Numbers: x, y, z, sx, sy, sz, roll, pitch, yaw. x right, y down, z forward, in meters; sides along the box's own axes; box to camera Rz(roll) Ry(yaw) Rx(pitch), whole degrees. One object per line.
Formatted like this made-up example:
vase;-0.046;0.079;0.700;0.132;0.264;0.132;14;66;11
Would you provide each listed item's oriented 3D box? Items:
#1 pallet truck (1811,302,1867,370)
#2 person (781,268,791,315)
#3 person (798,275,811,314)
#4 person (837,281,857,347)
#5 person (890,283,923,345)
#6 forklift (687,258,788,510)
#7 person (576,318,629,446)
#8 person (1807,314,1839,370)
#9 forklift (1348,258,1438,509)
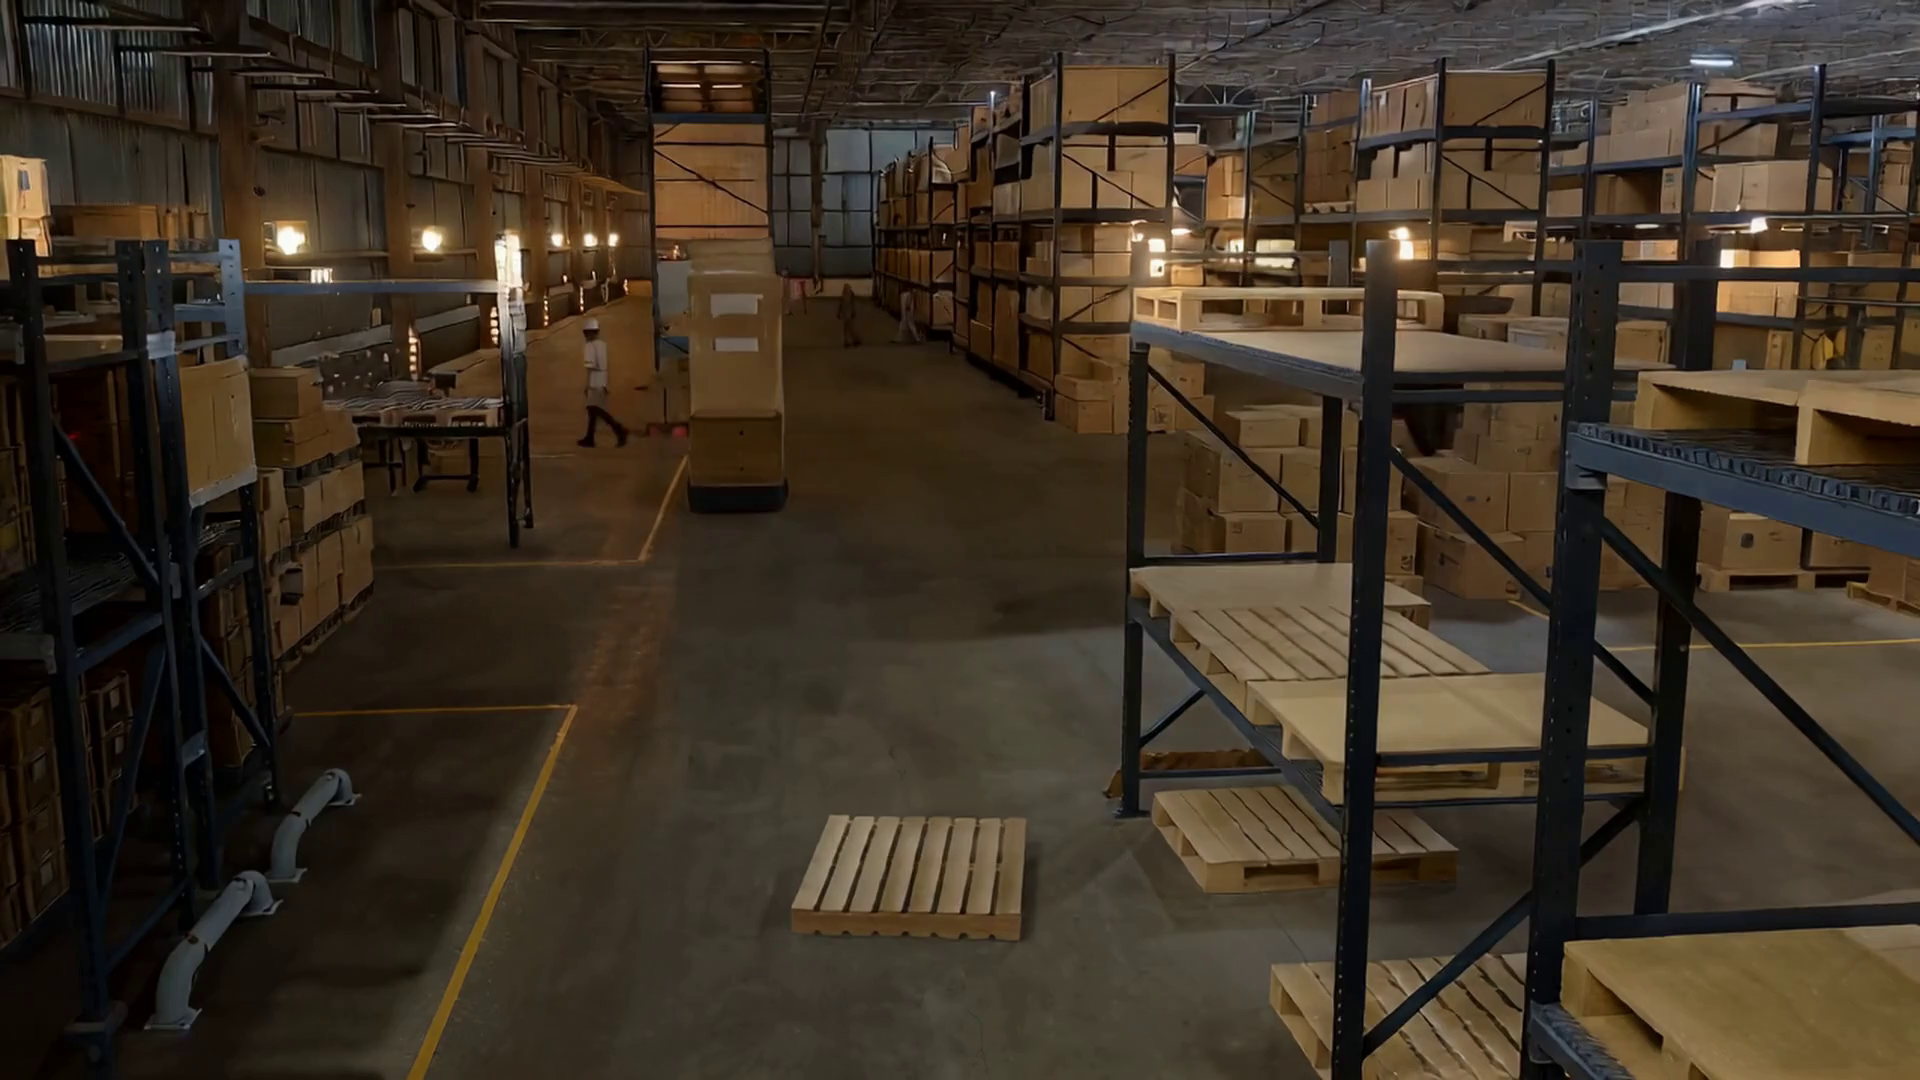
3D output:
pallet truck;15.846;-3.142;28.793;1.885;1.965;0.823;2;10;12
person;-7.112;-10.037;67.251;0.400;1.907;0.645;5;11;25
person;-6.413;-10.150;68.730;0.537;1.598;0.872;2;10;11
person;-3.227;-6.415;47.231;0.421;1.888;0.639;-7;13;-35
person;-1.530;-6.556;48.259;0.932;1.806;0.588;0;10;0
forklift;-2.577;-1.837;19.115;1.129;2.768;1.873;-1;10;-6
person;-5.270;-2.300;24.388;0.843;1.911;0.548;3;11;15
person;13.132;-2.479;25.364;0.400;1.911;0.588;10;14;44
forklift;4.913;-1.724;18.488;1.873;2.768;1.129;-1;10;-6
